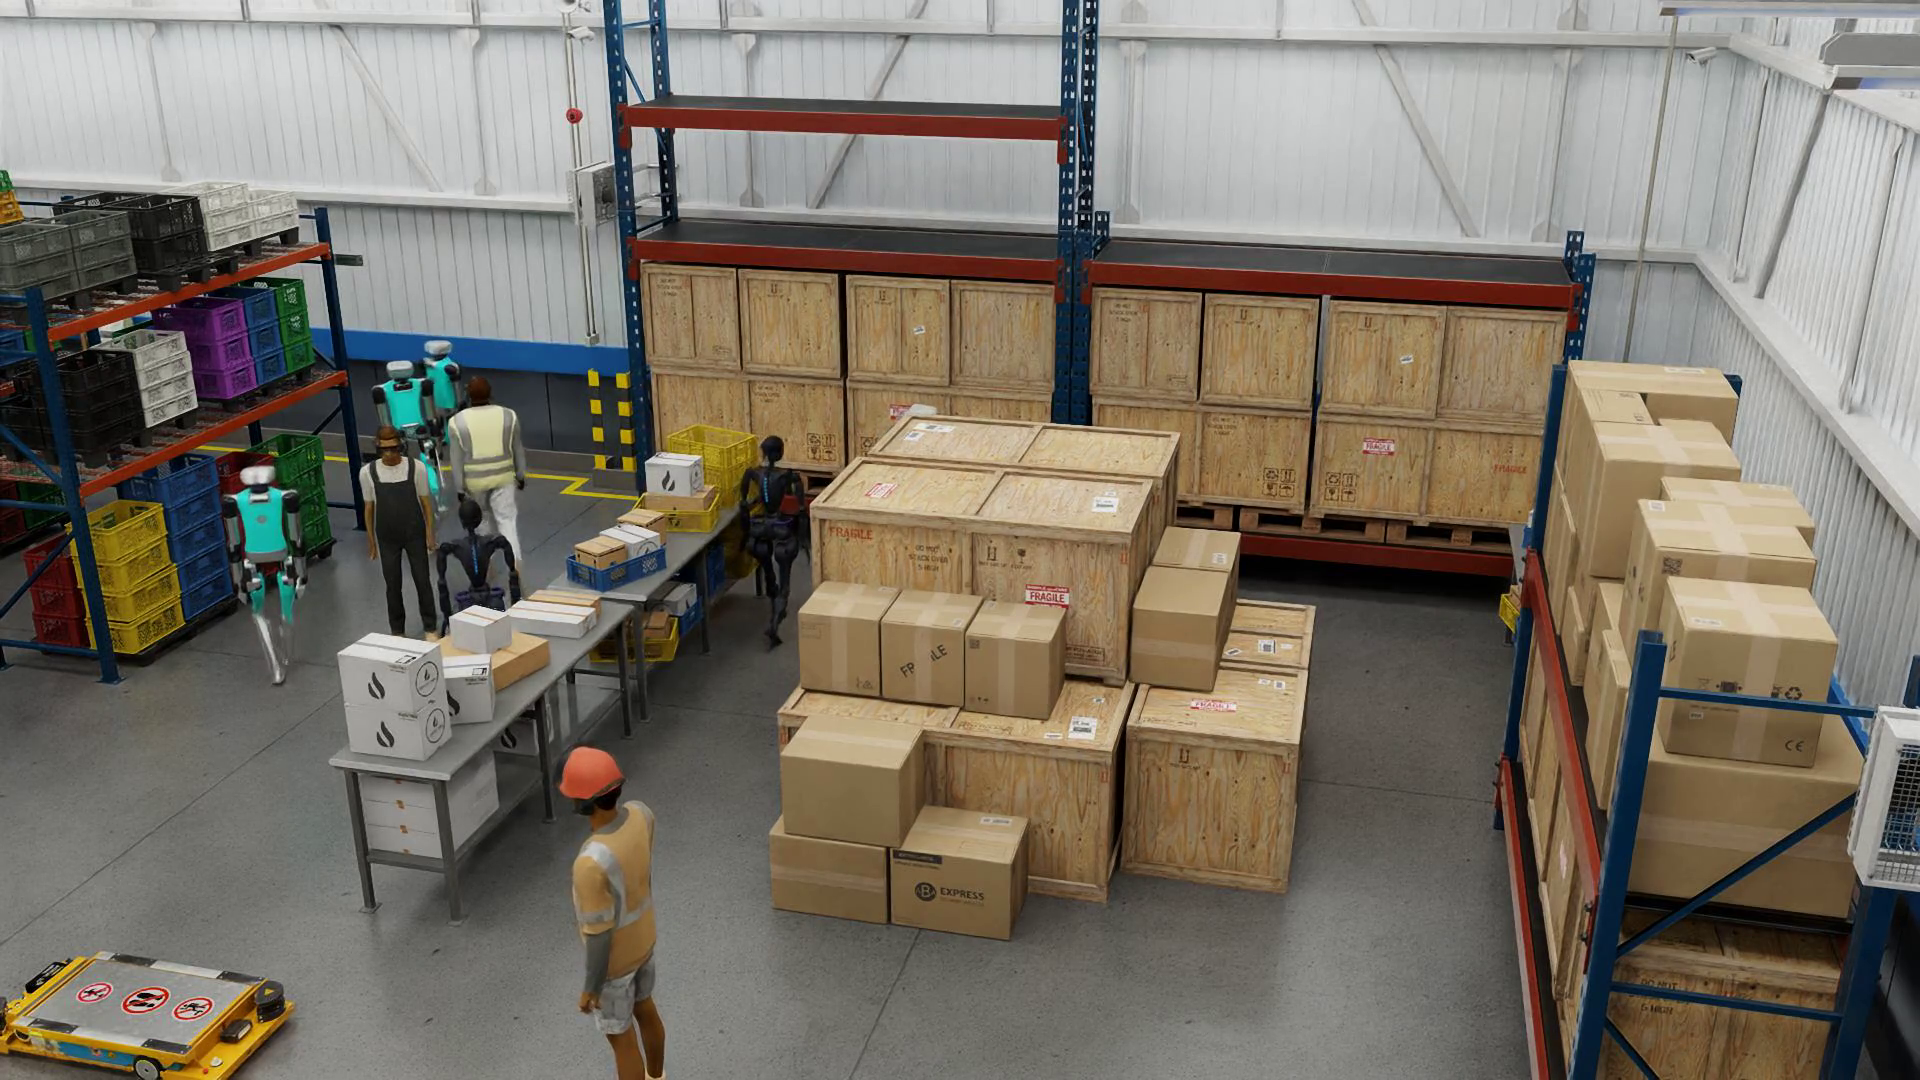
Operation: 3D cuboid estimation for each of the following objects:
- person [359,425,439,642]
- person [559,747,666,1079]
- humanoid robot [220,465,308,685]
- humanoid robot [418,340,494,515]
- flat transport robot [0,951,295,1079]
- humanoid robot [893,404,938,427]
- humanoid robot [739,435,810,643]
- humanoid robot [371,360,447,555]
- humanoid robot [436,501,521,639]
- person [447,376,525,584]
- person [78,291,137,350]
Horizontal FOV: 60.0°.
[{"bbox_3d":[-4.333,-0.021,12.908,0.505,1.838,0.340,-6,22,-16],"label":"person"},{"bbox_3d":[-1.603,1.876,7.666,0.390,2.037,0.604,5,22,13],"label":"person"},{"bbox_3d":[-5.110,0.300,12.373,0.543,1.908,0.720,-7,22,-19],"label":"humanoid robot"},{"bbox_3d":[-4.670,-1.060,15.788,0.535,1.785,0.715,15,26,34],"label":"humanoid robot"},{"bbox_3d":[-4.270,2.464,8.601,1.431,0.231,0.659,5,22,13],"label":"flat transport robot"},{"bbox_3d":[-0.347,-0.174,13.436,0.569,1.790,0.669,3,21,7],"label":"humanoid robot"},{"bbox_3d":[-1.501,-0.016,13.159,0.610,1.636,0.716,4,21,11],"label":"humanoid robot"},{"bbox_3d":[-4.804,-0.650,14.728,0.544,1.822,0.658,-11,24,-27],"label":"humanoid robot"},{"bbox_3d":[-3.393,0.498,11.788,0.591,1.636,0.670,-6,22,-16],"label":"humanoid robot"},{"bbox_3d":[-4.013,-0.510,14.228,0.627,1.809,0.851,-10,23,-23],"label":"person"},{"bbox_3d":[-9.220,-2.002,18.094,0.561,1.836,0.388,-3,21,-7],"label":"person"}]
